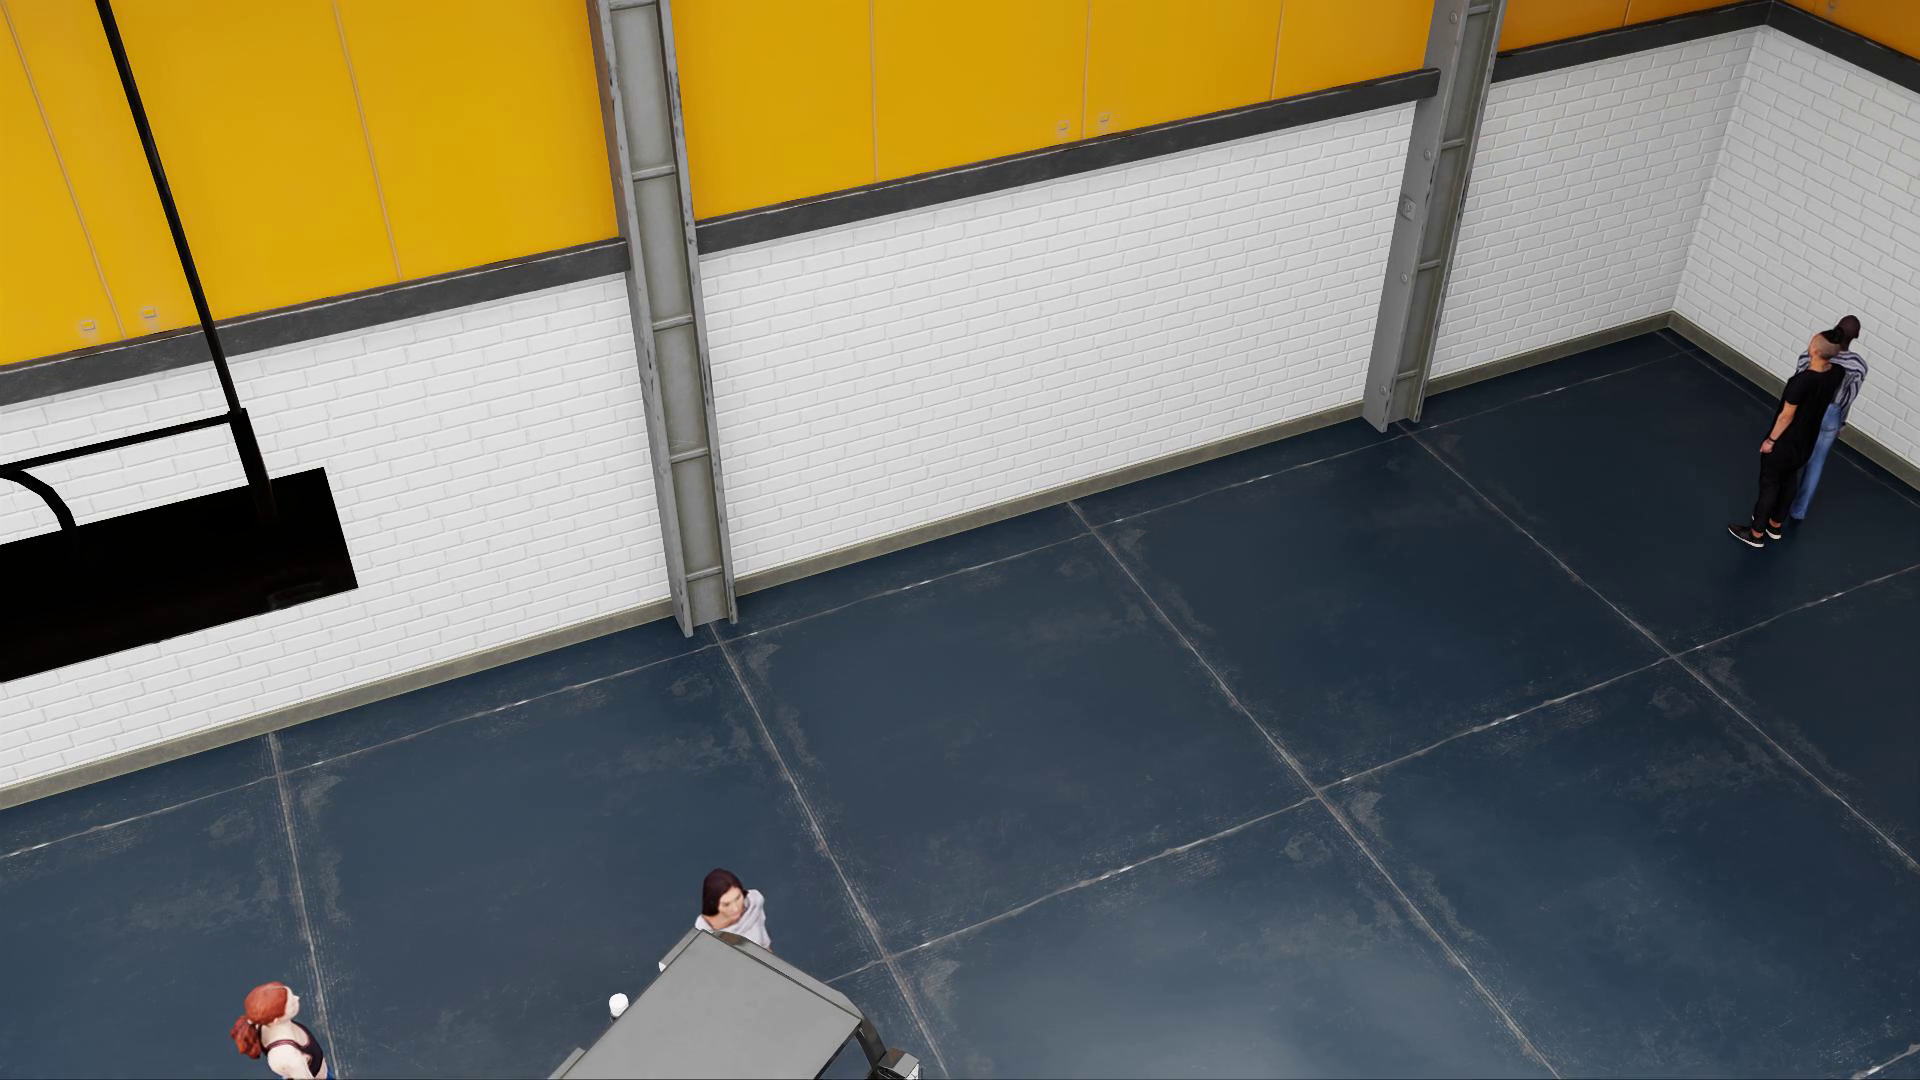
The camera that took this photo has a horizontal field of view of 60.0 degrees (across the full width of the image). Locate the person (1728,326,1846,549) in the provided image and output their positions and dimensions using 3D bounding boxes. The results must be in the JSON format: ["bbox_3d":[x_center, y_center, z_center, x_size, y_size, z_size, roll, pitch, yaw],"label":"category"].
[{"bbox_3d":[6.078,-0.771,12.133,0.537,1.865,0.761,-20,43,-23],"label":"person"}]

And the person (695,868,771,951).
[{"bbox_3d":[-1.170,2.247,8.540,0.727,1.633,0.575,31,48,33],"label":"person"}]

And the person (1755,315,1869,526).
[{"bbox_3d":[6.321,-0.876,12.319,0.683,1.796,0.750,12,40,14],"label":"person"}]

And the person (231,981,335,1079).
[{"bbox_3d":[-3.060,2.675,7.882,0.672,1.785,0.648,-31,48,-33],"label":"person"}]
